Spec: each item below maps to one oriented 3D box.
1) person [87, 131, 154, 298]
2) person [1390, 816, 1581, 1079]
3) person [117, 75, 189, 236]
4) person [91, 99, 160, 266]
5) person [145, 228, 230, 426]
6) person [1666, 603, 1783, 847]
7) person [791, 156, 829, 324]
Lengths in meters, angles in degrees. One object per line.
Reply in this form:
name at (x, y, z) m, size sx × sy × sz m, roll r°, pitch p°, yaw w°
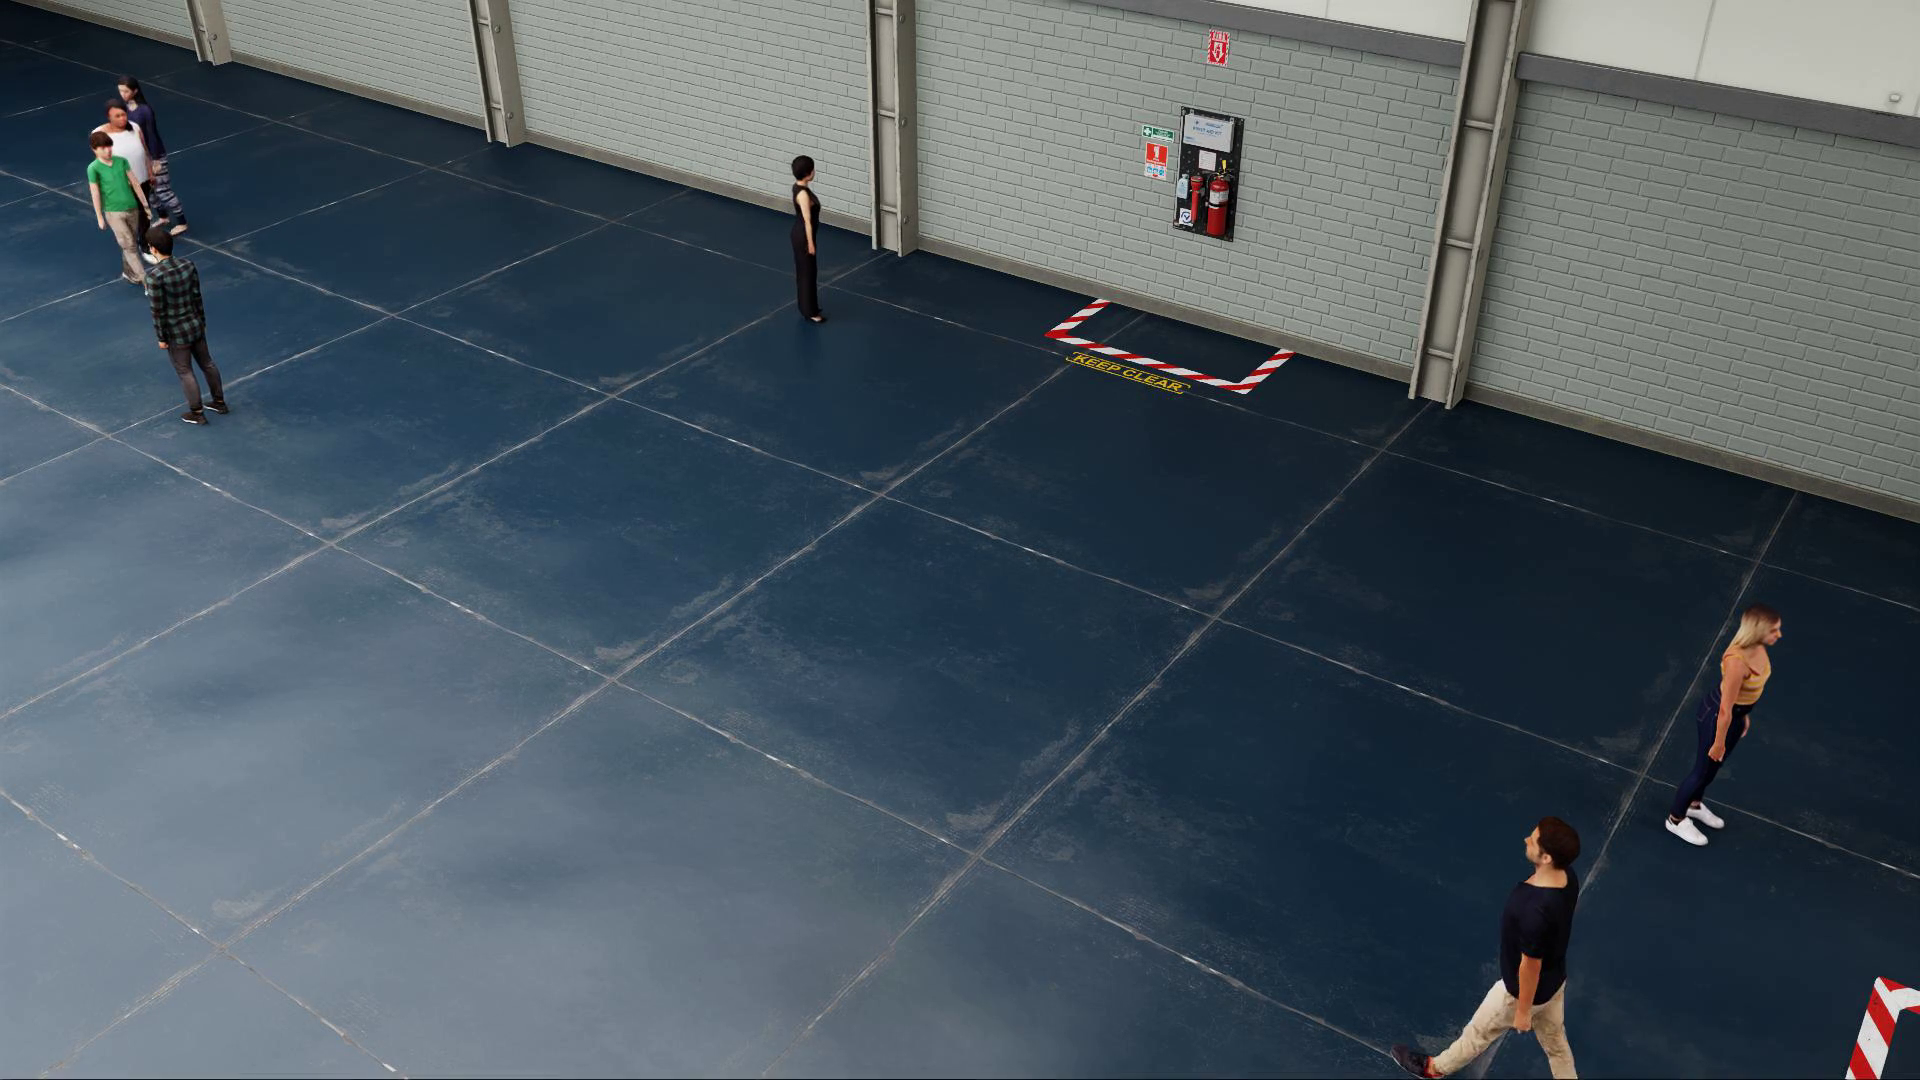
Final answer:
person at (-8.286, -3.231, 16.369) m, size 1.084 × 1.611 × 0.599 m, roll 22°, pitch 38°, yaw 30°
person at (2.744, 2.097, 7.740) m, size 1.149 × 1.806 × 0.688 m, roll 22°, pitch 39°, yaw 31°
person at (-8.587, -4.097, 17.647) m, size 0.505 × 1.712 × 0.706 m, roll 21°, pitch 38°, yaw 30°
person at (-8.559, -3.721, 17.092) m, size 0.784 × 1.667 × 0.631 m, roll 21°, pitch 38°, yaw 29°
person at (-6.560, -1.801, 14.015) m, size 0.577 × 1.709 × 0.694 m, roll 14°, pitch 35°, yaw 21°
person at (4.403, 1.037, 9.590) m, size 0.538 × 1.626 × 0.574 m, roll 25°, pitch 40°, yaw 34°
person at (-1.502, -2.854, 15.782) m, size 0.726 × 1.600 × 0.646 m, roll -8°, pitch 33°, yaw -13°
